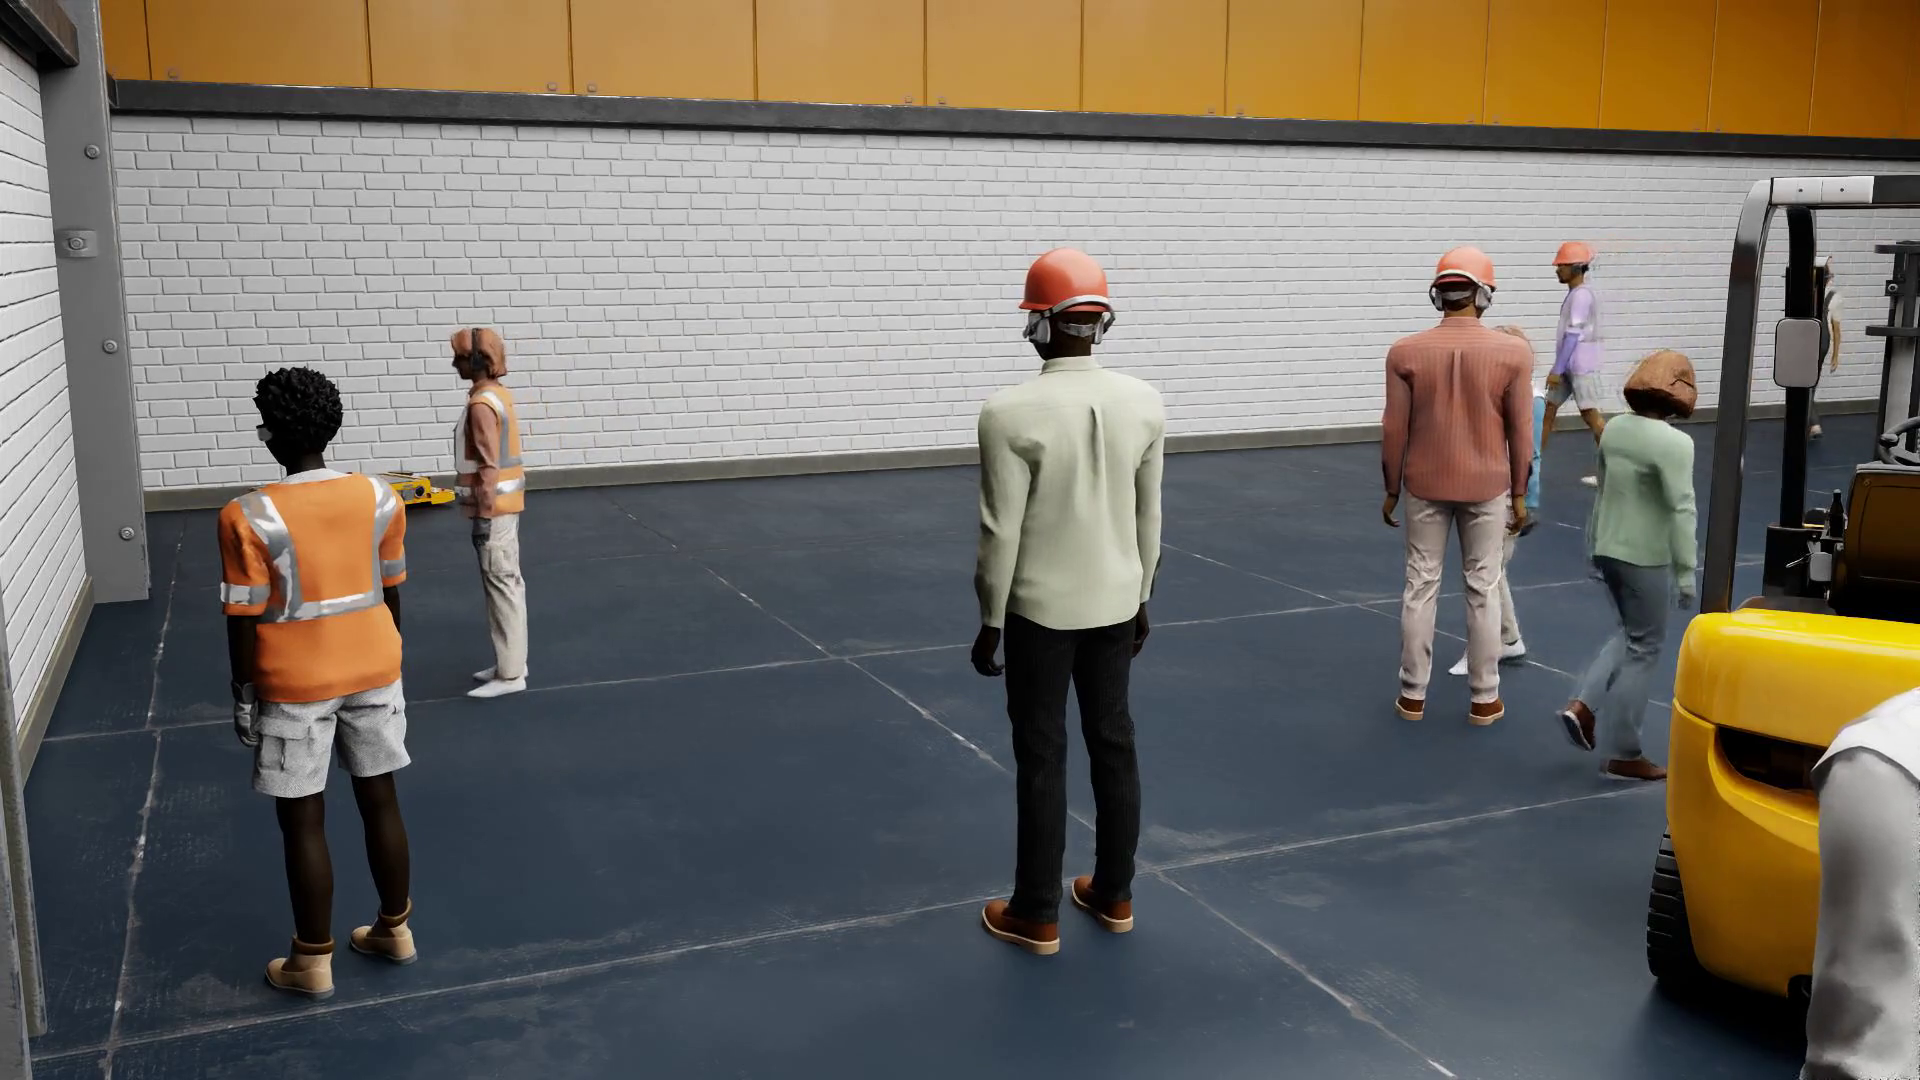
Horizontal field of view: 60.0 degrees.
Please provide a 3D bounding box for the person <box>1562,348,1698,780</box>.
[{"bbox_3d":[2.541,0.092,6.253,0.393,1.617,0.589,-2,10,-11],"label":"person"}]

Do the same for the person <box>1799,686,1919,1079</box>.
[{"bbox_3d":[1.103,0.775,1.765,0.574,1.884,0.357,-5,11,-25],"label":"person"}]

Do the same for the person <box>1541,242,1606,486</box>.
[{"bbox_3d":[4.962,-1.427,13.610,1.048,1.987,0.633,3,11,14],"label":"person"}]

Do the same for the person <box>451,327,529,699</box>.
[{"bbox_3d":[-2.079,-0.120,7.377,0.310,1.636,0.522,-2,10,-9],"label":"person"}]

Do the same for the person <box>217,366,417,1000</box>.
[{"bbox_3d":[-1.715,0.381,4.477,0.321,1.689,0.530,9,13,40],"label":"person"}]

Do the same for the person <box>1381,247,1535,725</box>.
[{"bbox_3d":[2.068,-0.216,6.946,0.609,1.986,0.391,4,11,19],"label":"person"}]

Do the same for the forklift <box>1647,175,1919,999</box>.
[{"bbox_3d":[2.810,0.094,4.662,1.214,2.155,2.313,7,12,34],"label":"forklift"}]

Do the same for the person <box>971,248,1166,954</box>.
[{"bbox_3d":[0.303,0.180,4.733,0.611,1.995,0.375,-6,12,-31],"label":"person"}]

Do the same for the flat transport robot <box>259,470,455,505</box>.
[{"bbox_3d":[-4.532,-0.327,12.284,0.652,0.197,1.431,8,13,36],"label":"flat transport robot"}]

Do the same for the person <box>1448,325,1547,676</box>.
[{"bbox_3d":[2.480,-0.181,7.731,0.456,1.634,0.538,-3,11,-18],"label":"person"}]

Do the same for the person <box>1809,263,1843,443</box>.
[{"bbox_3d":[8.504,-1.875,16.599,0.513,1.812,0.923,0,10,2],"label":"person"}]
